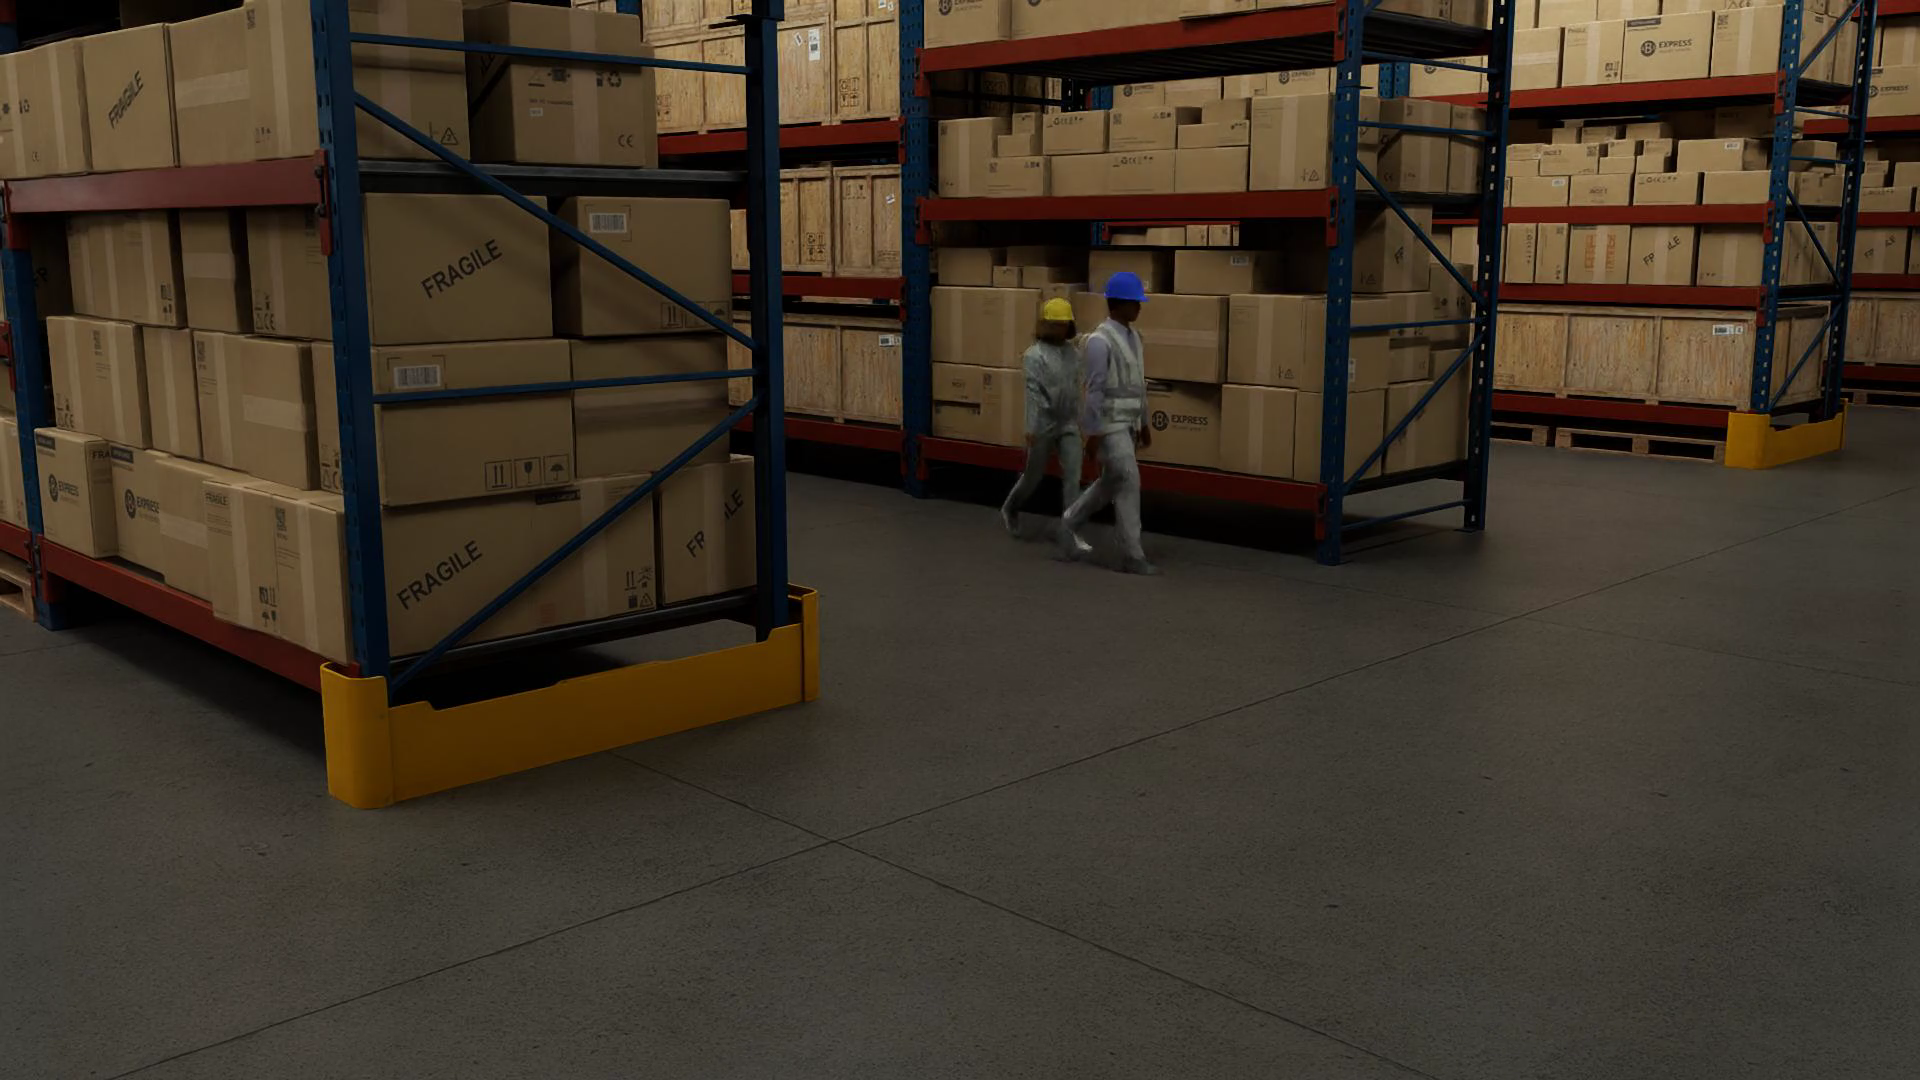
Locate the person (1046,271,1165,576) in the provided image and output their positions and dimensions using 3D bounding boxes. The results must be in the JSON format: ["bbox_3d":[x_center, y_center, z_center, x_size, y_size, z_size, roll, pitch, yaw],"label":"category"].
[{"bbox_3d":[0.922,-0.747,10.583,0.860,1.924,0.609,5,12,27],"label":"person"}]

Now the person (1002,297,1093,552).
[{"bbox_3d":[0.596,-0.805,11.407,0.490,1.716,0.755,-7,13,-34],"label":"person"}]
